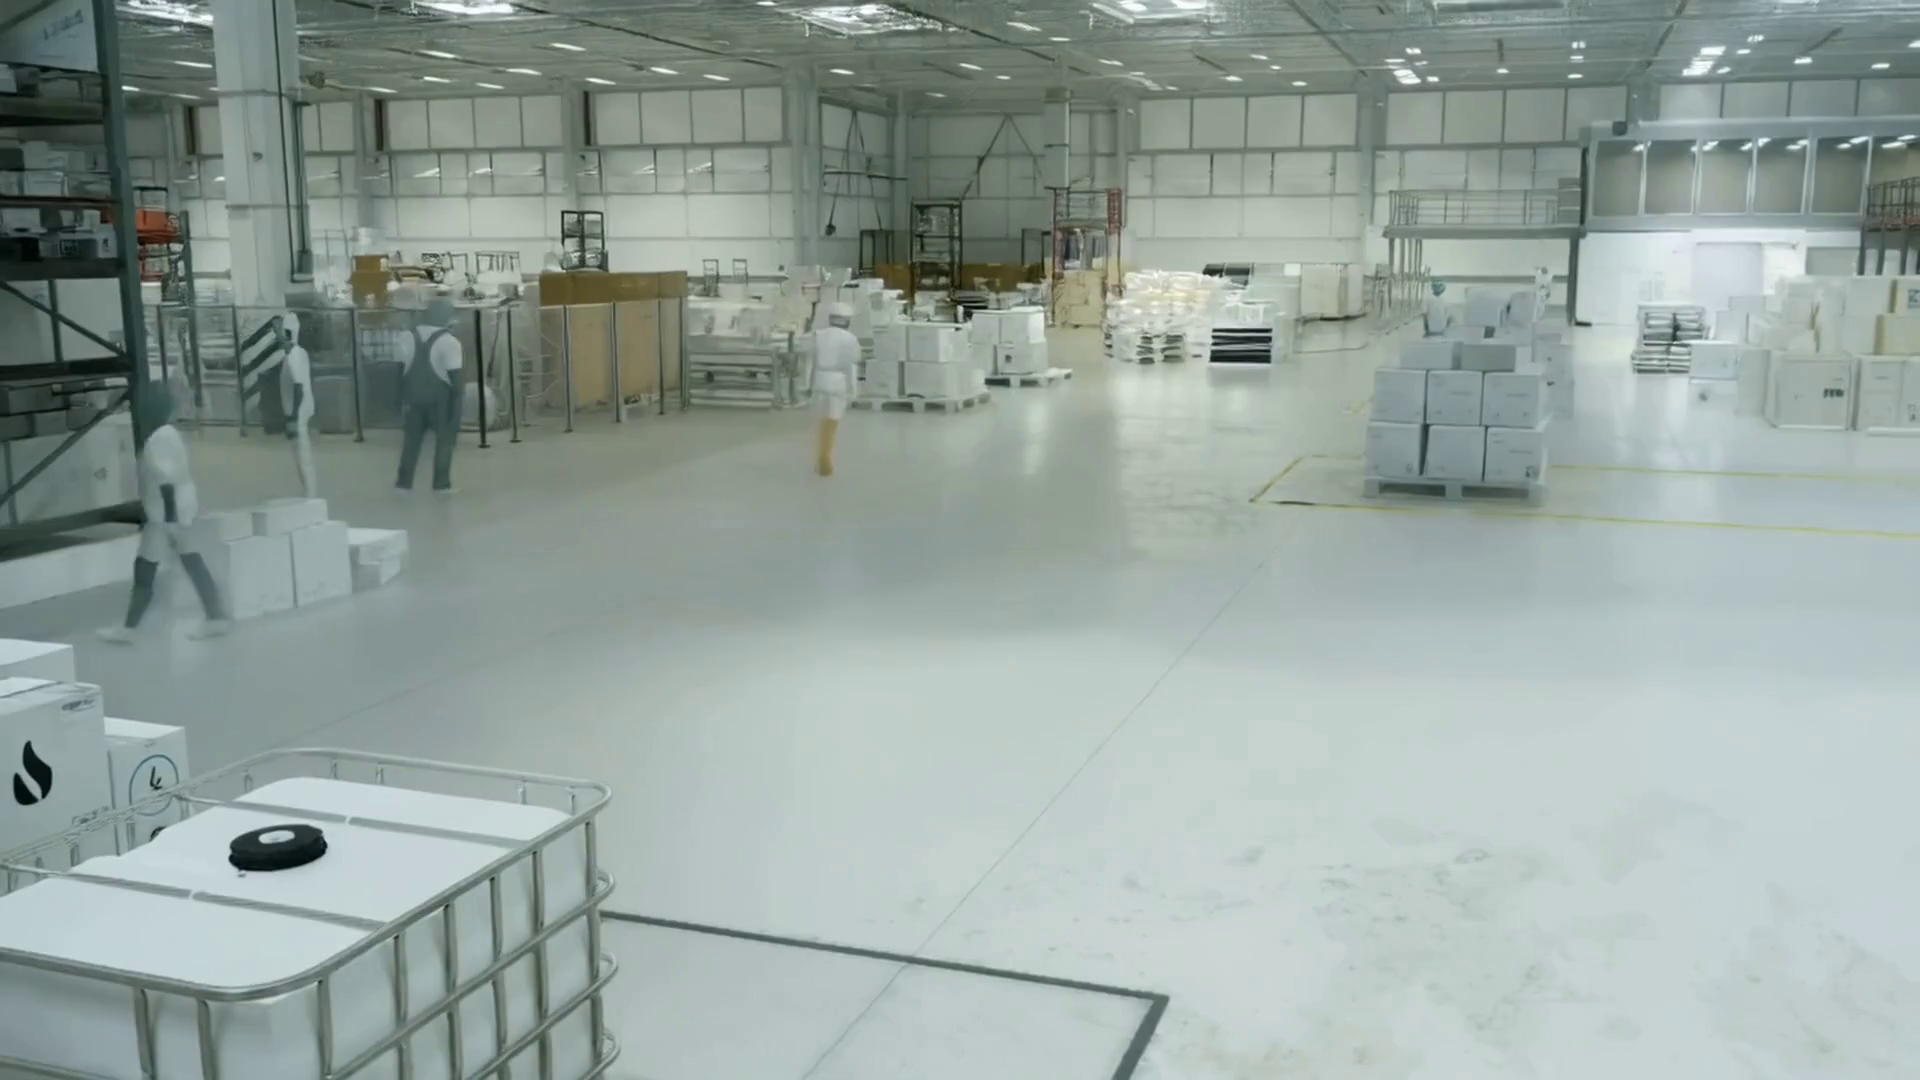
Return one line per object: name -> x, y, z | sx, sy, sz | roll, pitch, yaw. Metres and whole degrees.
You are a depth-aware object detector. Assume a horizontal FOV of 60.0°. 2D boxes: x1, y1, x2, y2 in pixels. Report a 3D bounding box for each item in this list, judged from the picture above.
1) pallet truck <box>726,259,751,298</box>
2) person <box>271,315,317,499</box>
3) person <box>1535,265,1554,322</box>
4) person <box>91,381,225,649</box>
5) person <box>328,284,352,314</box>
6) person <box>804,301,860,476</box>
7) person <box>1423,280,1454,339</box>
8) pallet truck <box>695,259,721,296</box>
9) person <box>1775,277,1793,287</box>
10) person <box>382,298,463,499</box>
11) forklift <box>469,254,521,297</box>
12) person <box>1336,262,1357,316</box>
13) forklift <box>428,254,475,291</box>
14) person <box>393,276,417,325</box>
pallet truck -> -7.986, -9.493, 62.019 | 0.823, 1.965, 1.885 | 3, 11, 17
person -> -6.119, -1.131, 15.306 | 0.329, 1.865, 0.512 | -3, 10, -15
person -> 19.161, -8.097, 54.606 | 0.581, 1.852, 0.938 | 4, 11, 22
person -> -5.032, -0.150, 10.336 | 0.829, 1.653, 0.546 | -2, 10, -12
person -> -11.598, -3.878, 30.998 | 0.942, 1.777, 0.611 | 4, 11, 20
person -> -1.375, -1.656, 18.209 | 0.605, 1.880, 0.653 | 3, 11, 18
person -> 8.720, -3.797, 30.306 | 0.532, 1.868, 0.310 | 4, 11, 20
pallet truck -> -9.165, -9.627, 62.776 | 0.823, 1.965, 1.885 | 4, 11, 23
person -> 13.174, -3.212, 26.657 | 0.611, 1.995, 0.380 | -10, 14, -44
person -> -5.312, -1.433, 16.509 | 0.851, 2.000, 0.578 | 1, 10, 8
forklift -> -17.990, -10.121, 64.684 | 1.157, 1.987, 2.680 | 3, 11, 17
person -> 10.498, -6.514, 45.112 | 0.607, 2.045, 0.390 | 10, 14, 43
forklift -> -20.133, -10.254, 65.465 | 1.157, 1.987, 2.680 | 3, 11, 19
person -> -13.162, -5.381, 39.508 | 0.532, 1.771, 0.304 | -3, 11, -19
